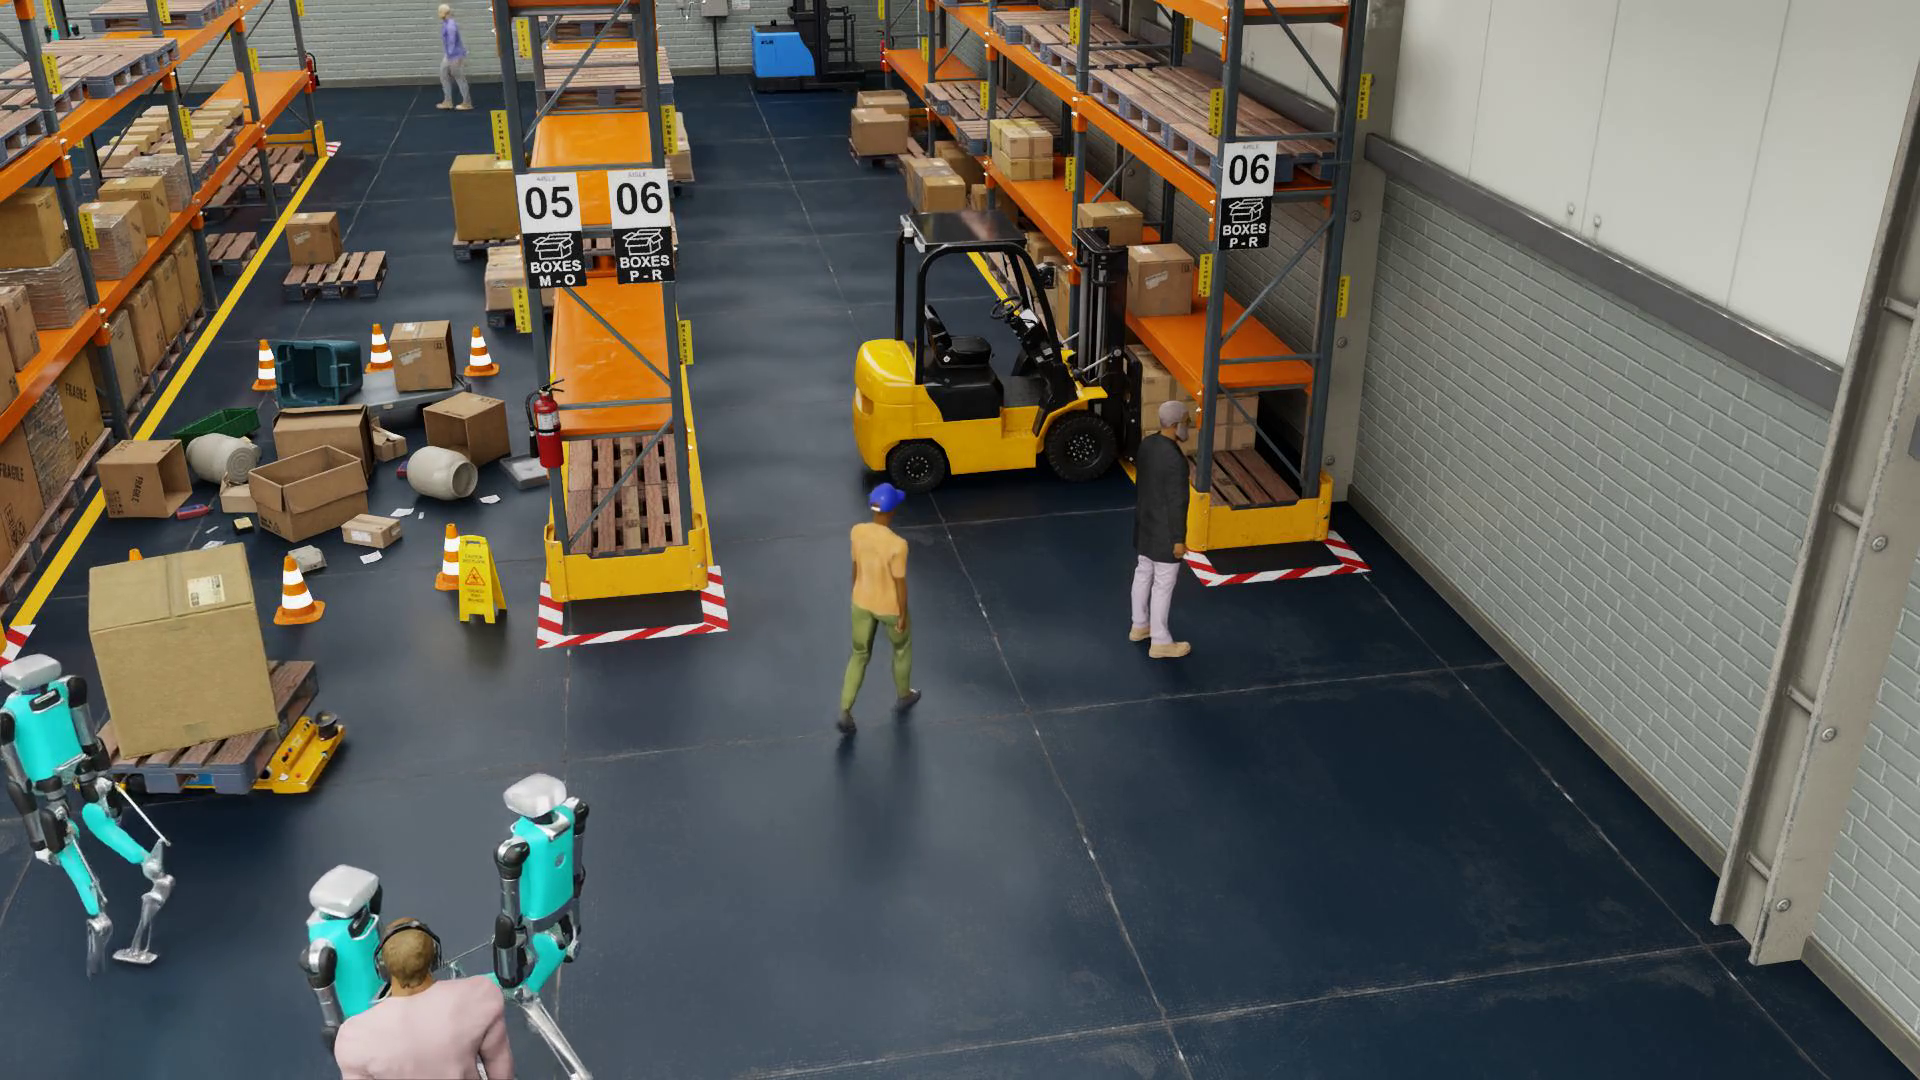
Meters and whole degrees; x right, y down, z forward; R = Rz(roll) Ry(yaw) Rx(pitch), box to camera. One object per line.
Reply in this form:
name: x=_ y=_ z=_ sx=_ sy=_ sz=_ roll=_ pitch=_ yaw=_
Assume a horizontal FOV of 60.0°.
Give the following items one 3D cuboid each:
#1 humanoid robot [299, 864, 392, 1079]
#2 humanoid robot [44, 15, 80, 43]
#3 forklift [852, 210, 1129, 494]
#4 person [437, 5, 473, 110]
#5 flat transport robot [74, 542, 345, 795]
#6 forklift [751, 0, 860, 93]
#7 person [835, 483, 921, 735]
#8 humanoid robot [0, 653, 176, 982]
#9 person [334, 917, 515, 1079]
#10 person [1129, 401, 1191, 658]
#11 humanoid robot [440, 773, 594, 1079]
humanoid robot: x=-2.277 y=2.162 z=6.947 sx=0.656 sy=1.814 sz=0.536 roll=3 pitch=26 yaw=5
humanoid robot: x=-15.117 y=-8.036 z=28.218 sx=0.545 sy=1.810 sz=0.794 roll=-13 pitch=29 yaw=-26
forklift: x=0.216 y=-1.659 z=14.366 sx=2.313 sy=2.155 sz=1.214 roll=-5 pitch=26 yaw=-10
person: x=-8.852 y=-8.309 z=28.690 sx=0.735 sy=1.773 sz=0.643 roll=-10 pitch=27 yaw=-20
flat transport robot: x=-4.671 y=1.321 z=10.378 sx=1.431 sy=0.231 sz=0.659 roll=0 pitch=26 yaw=1
forklift: x=-2.872 y=-9.679 z=30.288 sx=1.873 sy=2.768 sz=1.129 roll=-5 pitch=26 yaw=-10
person: x=-0.542 y=0.436 z=10.579 sx=0.447 sy=1.688 sz=0.796 roll=11 pitch=28 yaw=23
humanoid robot: x=-4.346 y=1.470 z=8.435 sx=0.789 sy=1.818 sz=0.559 roll=10 pitch=28 yaw=21
person: x=-2.029 y=2.273 z=6.469 sx=0.631 sy=1.939 sz=0.369 roll=-15 pitch=30 yaw=-29
person: x=1.388 y=-0.084 z=11.470 sx=0.408 sy=1.855 sz=0.537 roll=-10 pitch=27 yaw=-20
humanoid robot: x=-2.082 y=1.826 z=7.670 sx=0.884 sy=1.780 sz=0.582 roll=12 pitch=28 yaw=23
